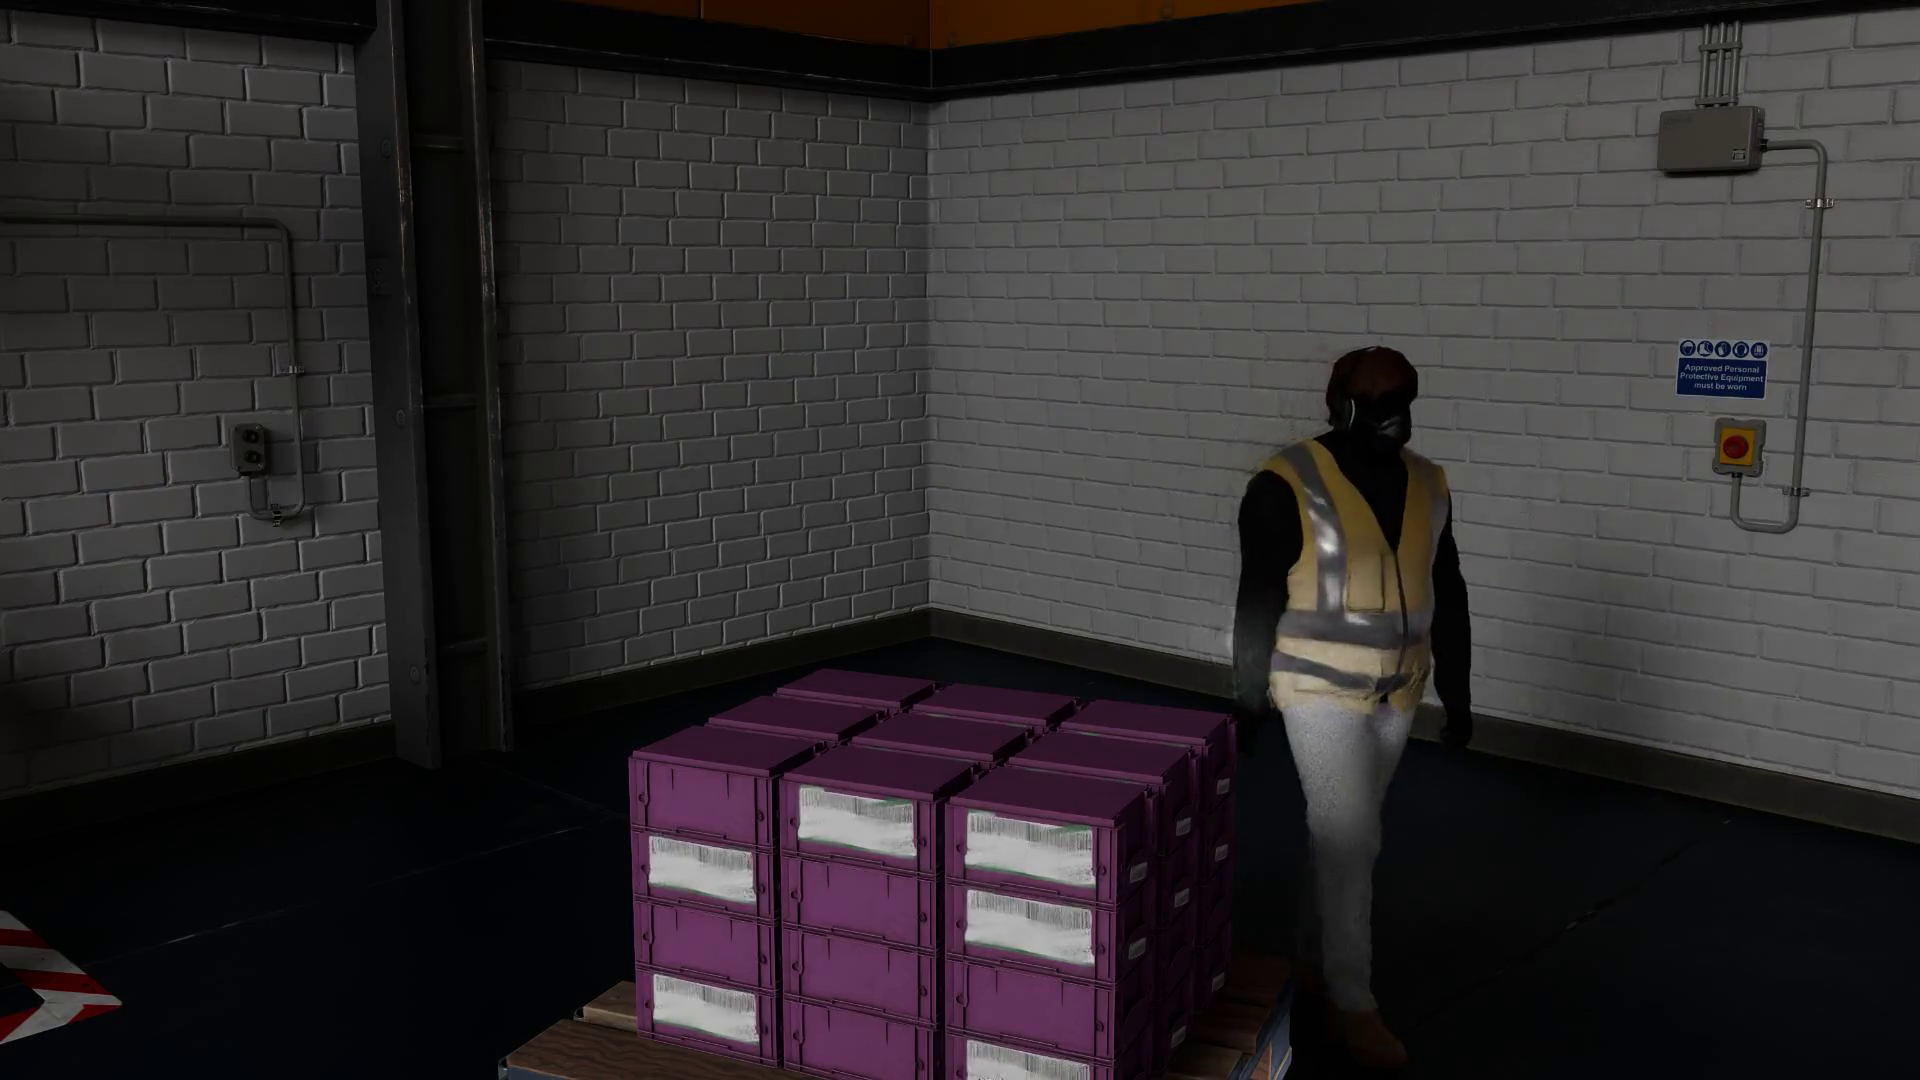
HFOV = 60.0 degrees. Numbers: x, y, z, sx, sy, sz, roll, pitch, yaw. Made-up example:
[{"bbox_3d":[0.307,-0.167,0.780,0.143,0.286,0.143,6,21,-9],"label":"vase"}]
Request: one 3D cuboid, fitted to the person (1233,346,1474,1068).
[{"bbox_3d":[1.089,0.420,4.298,0.662,1.818,0.728,-5,10,-27],"label":"person"}]
